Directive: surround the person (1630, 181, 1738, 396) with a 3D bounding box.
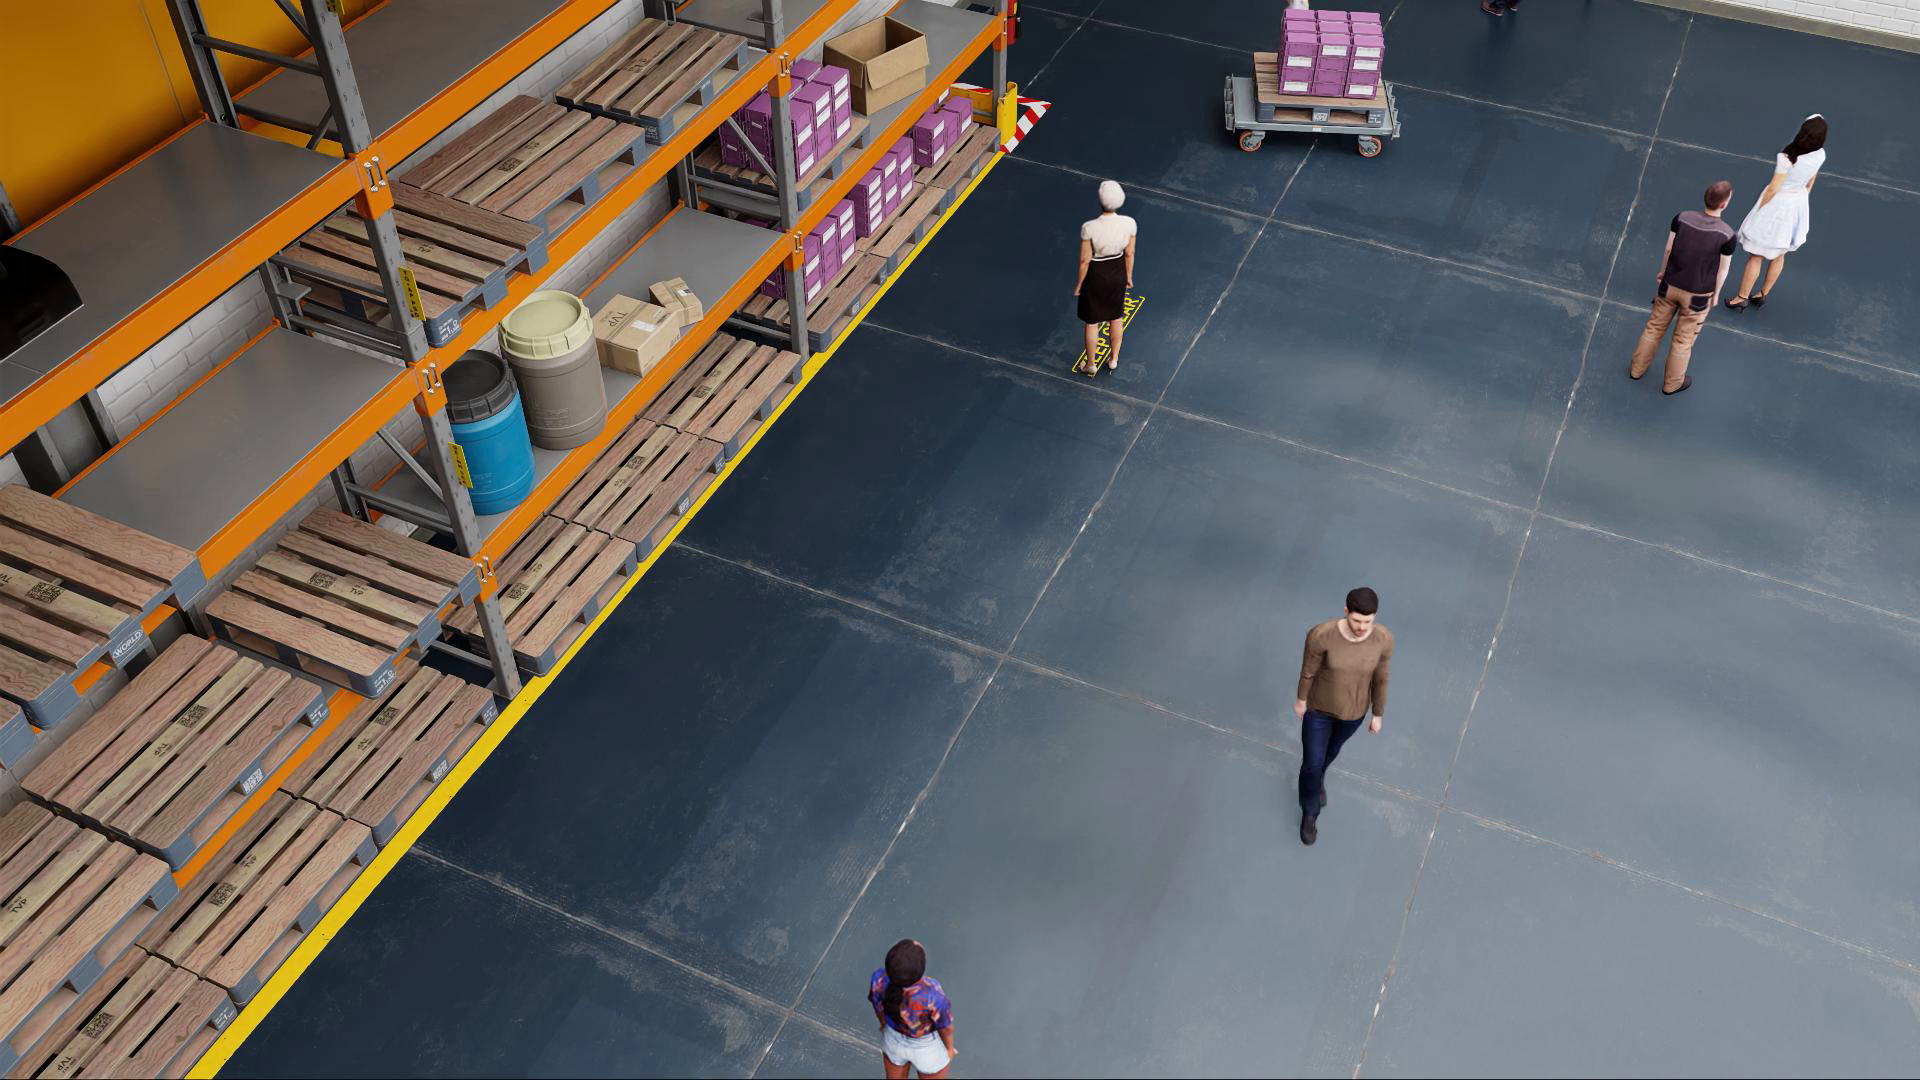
[{"bbox_3d":[5.659,-1.980,12.950,0.732,1.841,0.762,-32,52,-29],"label":"person"}]

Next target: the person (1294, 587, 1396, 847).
[{"bbox_3d":[2.232,0.899,9.907,0.864,1.869,0.976,-2,44,-2],"label":"person"}]

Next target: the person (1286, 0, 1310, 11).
[{"bbox_3d":[3.342,-5.194,16.732,0.606,1.278,0.498,6,44,6],"label":"person"}]

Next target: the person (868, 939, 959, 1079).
[{"bbox_3d":[-0.233,2.517,8.303,0.584,1.741,0.508,17,46,17],"label":"person"}]

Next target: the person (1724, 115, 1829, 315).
[{"bbox_3d":[6.747,-2.665,13.690,0.854,1.812,0.906,-8,44,-8],"label":"person"}]

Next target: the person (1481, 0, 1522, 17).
[{"bbox_3d":[5.964,-6.528,17.721,0.836,1.845,0.932,-21,47,-20],"label":"person"}]

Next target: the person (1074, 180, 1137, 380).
[{"bbox_3d":[1.129,-2.024,13.060,0.715,1.754,0.747,-10,44,-10],"label":"person"}]
